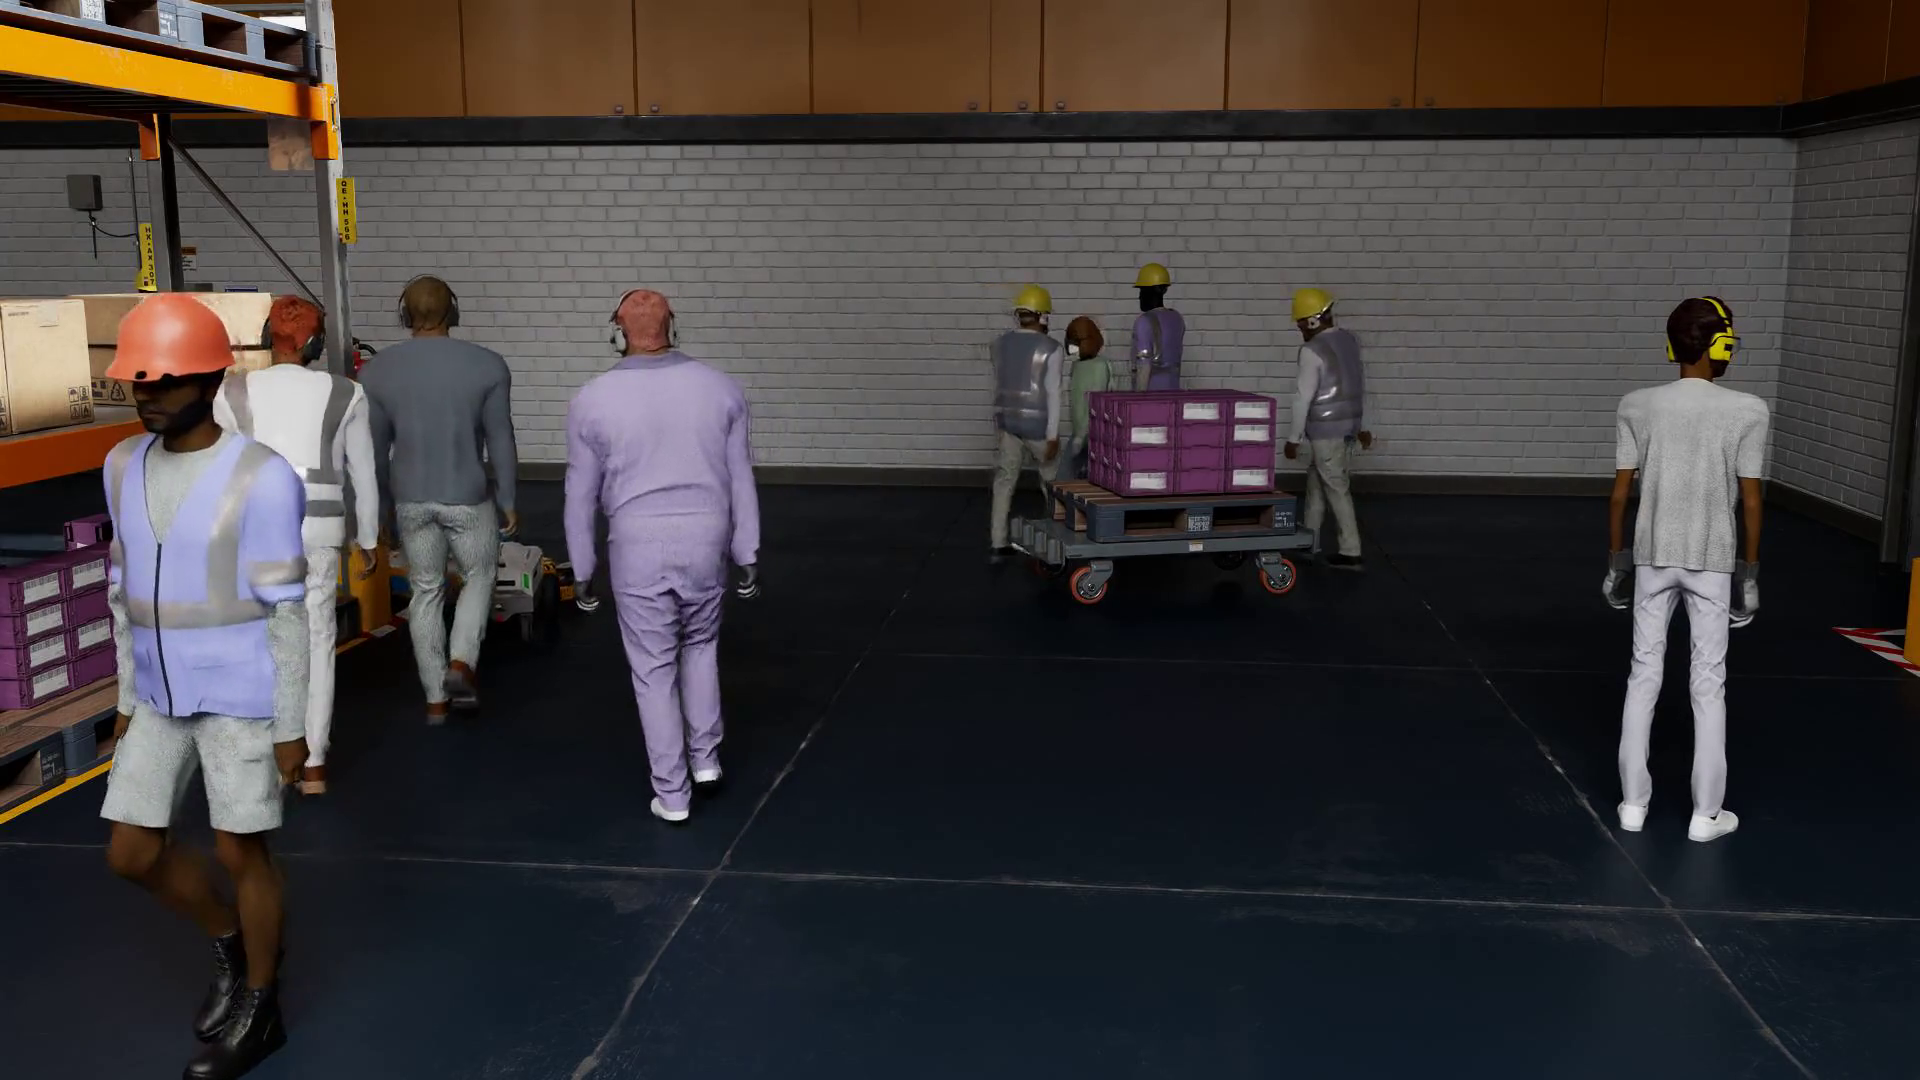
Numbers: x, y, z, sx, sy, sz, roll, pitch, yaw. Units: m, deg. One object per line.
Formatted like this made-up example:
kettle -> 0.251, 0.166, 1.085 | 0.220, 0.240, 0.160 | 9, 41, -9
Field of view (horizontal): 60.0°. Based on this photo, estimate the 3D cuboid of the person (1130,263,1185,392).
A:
person -> 1.389, -1.026, 12.009 | 0.369, 1.925, 0.594 | 7, 12, 35

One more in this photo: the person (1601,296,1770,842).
person -> 2.487, 0.102, 5.735 | 0.517, 1.865, 0.334 | 7, 12, 34

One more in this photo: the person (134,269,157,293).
person -> -5.220, -0.831, 10.894 | 0.595, 1.925, 0.372 | 9, 13, 42

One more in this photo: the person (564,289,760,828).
person -> -1.074, 0.059, 5.929 | 0.665, 1.877, 0.638 | -4, 11, -23

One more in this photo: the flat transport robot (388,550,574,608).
flat transport robot -> -2.925, 0.213, 9.655 | 1.431, 0.197, 0.652 | 5, 11, 28

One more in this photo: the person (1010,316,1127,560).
person -> 0.739, -0.632, 10.721 | 0.821, 1.592, 0.493 | -5, 11, -24

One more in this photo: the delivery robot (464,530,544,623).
delivery robot -> -2.383, 0.189, 8.711 | 0.477, 0.478, 0.707 | -1, 10, -8

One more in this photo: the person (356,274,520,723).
person -> -2.202, -0.159, 7.058 | 0.648, 1.922, 0.487 | -2, 10, -9

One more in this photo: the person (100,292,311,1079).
person -> -1.823, 0.377, 3.990 | 0.581, 1.921, 0.397 | 3, 10, 17

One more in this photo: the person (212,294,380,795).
person -> -2.521, 0.002, 6.333 | 0.597, 1.844, 0.825 | -3, 10, -18

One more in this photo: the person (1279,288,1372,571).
person -> 2.270, -0.705, 10.597 | 0.793, 1.776, 0.658 | 8, 13, 40

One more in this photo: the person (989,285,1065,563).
person -> 0.480, -0.764, 10.914 | 0.602, 1.786, 0.926 | 7, 12, 35
